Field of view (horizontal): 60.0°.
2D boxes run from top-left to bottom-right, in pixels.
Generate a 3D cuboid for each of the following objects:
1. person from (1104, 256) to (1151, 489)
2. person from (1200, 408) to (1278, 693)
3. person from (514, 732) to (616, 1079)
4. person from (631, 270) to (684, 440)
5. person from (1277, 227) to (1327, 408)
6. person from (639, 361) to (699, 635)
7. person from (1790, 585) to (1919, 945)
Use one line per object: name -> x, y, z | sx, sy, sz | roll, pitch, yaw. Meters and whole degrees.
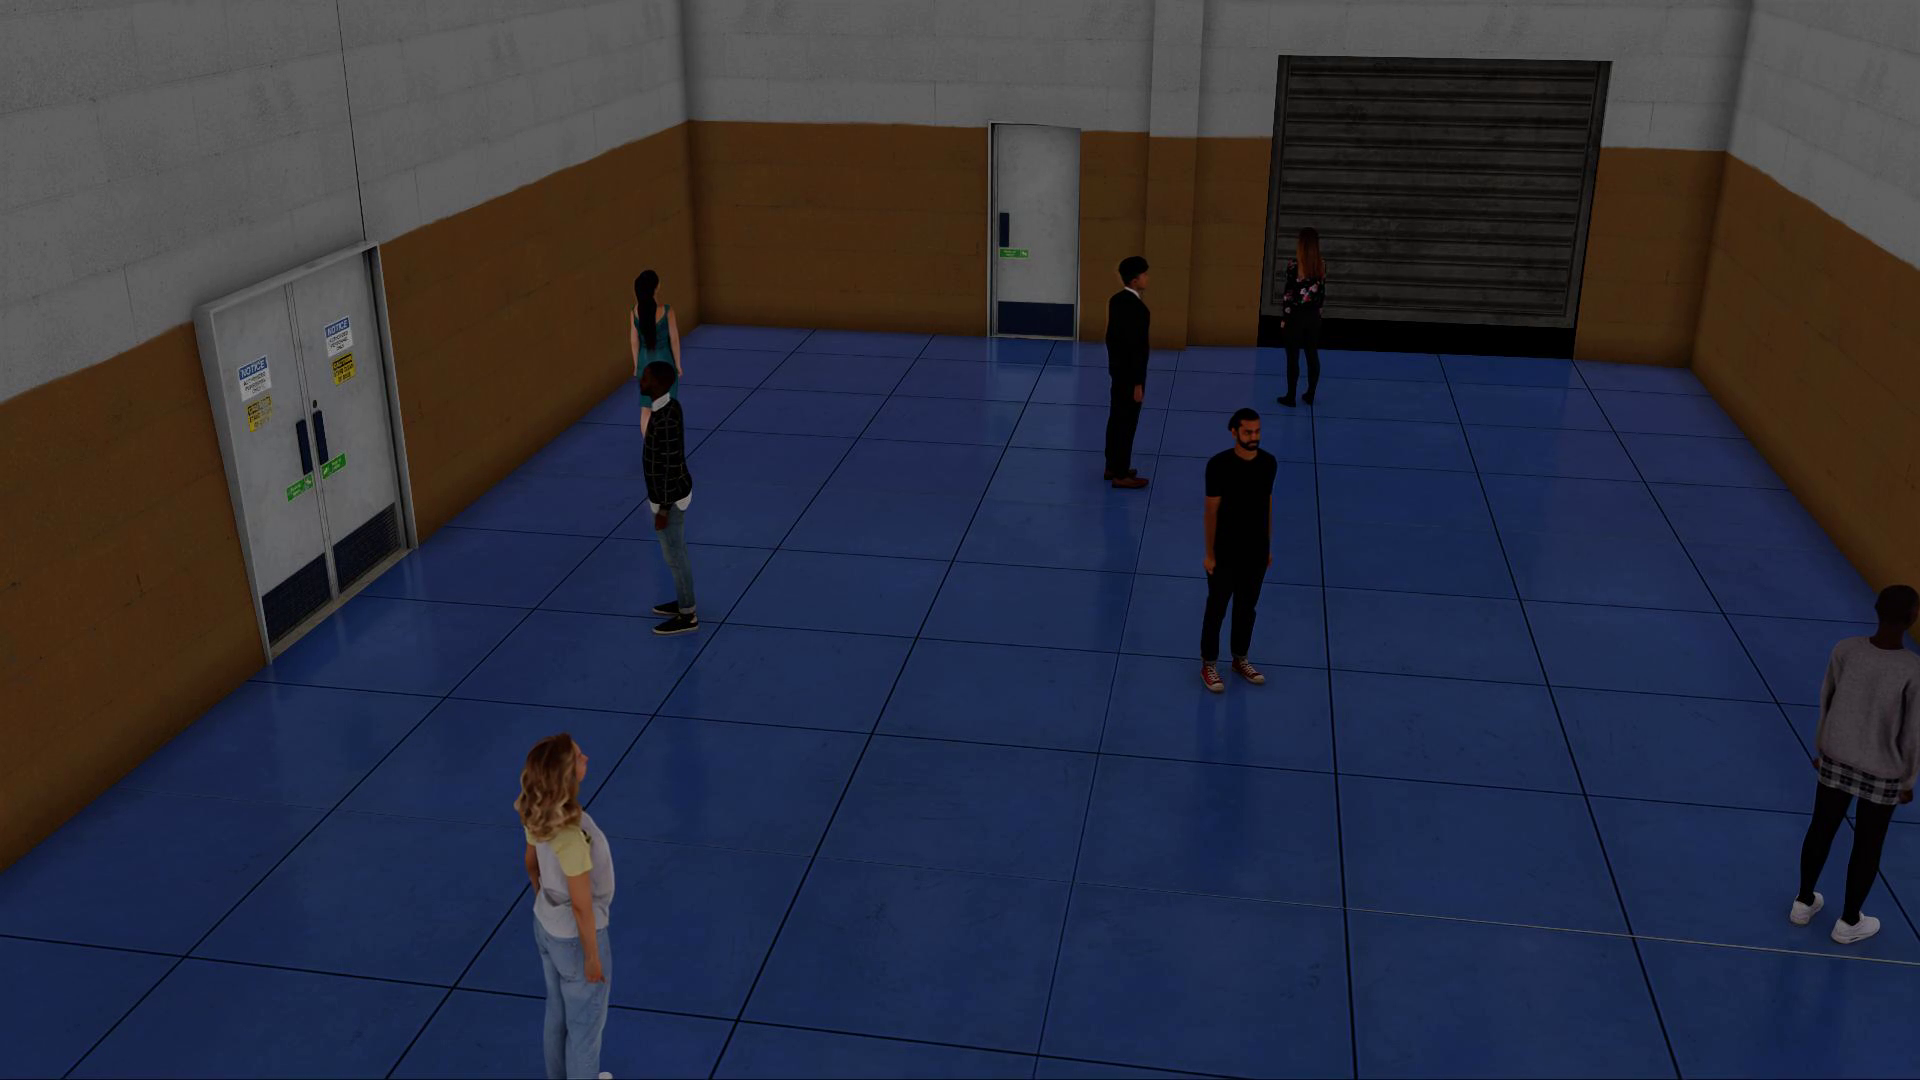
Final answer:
person -> 1.339, -1.360, 13.413 | 0.713, 1.881, 0.769 | -5, 23, -13
person -> 1.681, 0.044, 10.085 | 0.692, 1.758, 0.787 | -9, 24, -21
person -> -1.505, 1.524, 6.430 | 0.757, 1.722, 0.687 | -16, 27, -34
person -> -2.524, -1.416, 13.815 | 0.458, 1.687, 0.640 | 1, 22, 3
person -> 3.190, -2.070, 15.448 | 0.594, 1.683, 0.707 | -7, 23, -17
person -> -1.882, -0.289, 10.831 | 0.665, 1.820, 0.726 | -3, 22, -7
person -> 4.144, 1.018, 7.642 | 0.755, 1.772, 0.682 | -16, 27, -35
